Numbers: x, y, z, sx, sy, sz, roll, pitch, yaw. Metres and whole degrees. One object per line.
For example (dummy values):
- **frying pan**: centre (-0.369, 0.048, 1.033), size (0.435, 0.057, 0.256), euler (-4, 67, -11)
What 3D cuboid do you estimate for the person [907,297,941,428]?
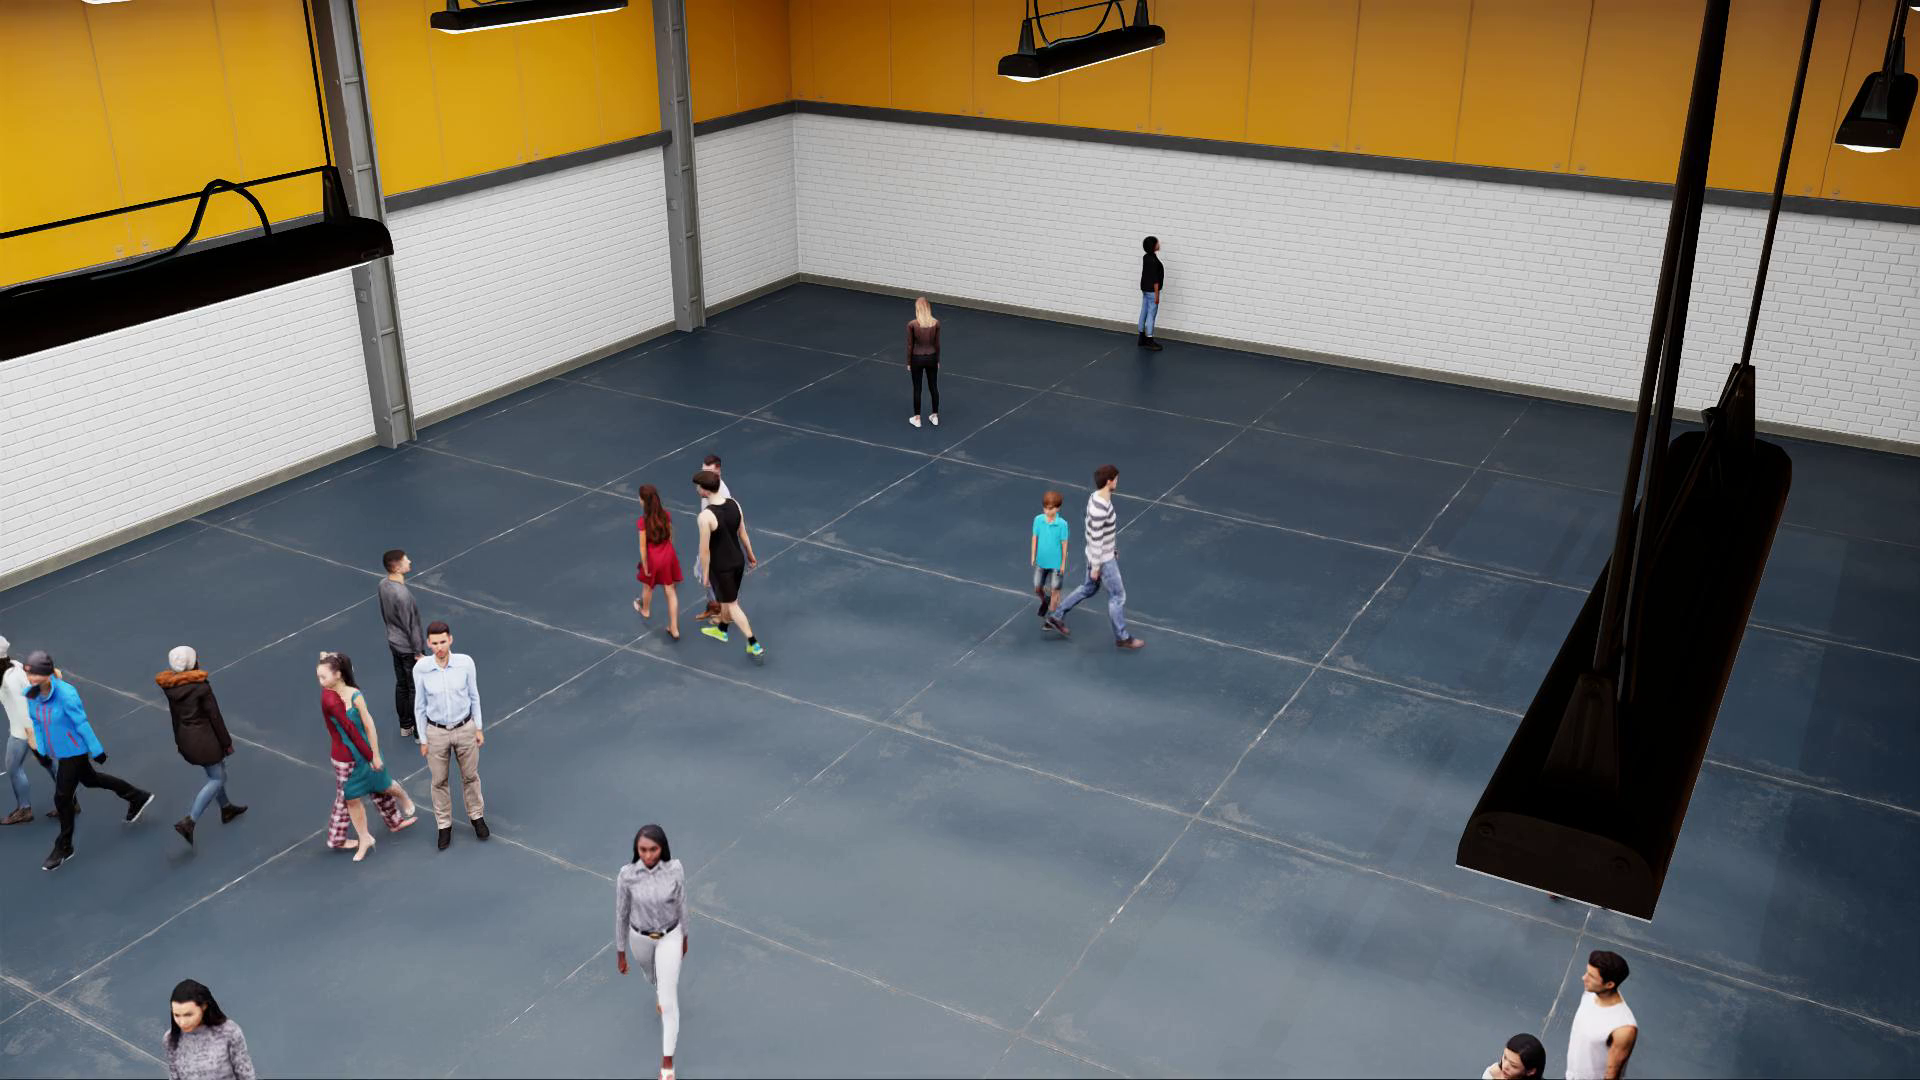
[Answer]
- **person**: centre (-0.468, -2.322, 21.672), size (0.662, 1.699, 0.733), euler (-8, 25, -17)

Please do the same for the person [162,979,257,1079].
- **person**: centre (-4.062, 3.112, 9.239), size (1.075, 1.702, 1.182), euler (-4, 24, -10)

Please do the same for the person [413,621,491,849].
- **person**: centre (-3.926, 1.465, 12.823), size (0.734, 1.848, 0.811), euler (-9, 25, -19)

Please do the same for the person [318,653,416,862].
- **person**: centre (-4.543, 1.615, 12.710), size (0.757, 1.664, 0.985), euler (4, 24, 8)

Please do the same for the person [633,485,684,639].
- **person**: centre (-2.873, 0.241, 16.070), size (1.028, 1.489, 0.906), euler (-14, 27, -29)

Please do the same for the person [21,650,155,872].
- **person**: centre (-6.687, 1.587, 12.655), size (0.668, 1.760, 1.161), euler (13, 27, 27)

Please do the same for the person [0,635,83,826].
- **person**: centre (-7.255, 1.464, 13.107), size (0.941, 1.622, 0.856), euler (-10, 26, -22)

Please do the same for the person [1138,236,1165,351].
- **person**: centre (2.836, -3.697, 24.815), size (0.703, 1.702, 0.656), euler (-9, 25, -19)

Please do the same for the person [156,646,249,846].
- **person**: centre (-5.888, 1.586, 12.833), size (0.687, 1.618, 0.966), euler (10, 25, 21)

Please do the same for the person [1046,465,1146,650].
- **person**: centre (1.244, 0.164, 15.851), size (1.077, 1.806, 1.211), euler (1, 24, 2)

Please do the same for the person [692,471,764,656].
- **person**: centre (-2.152, 0.264, 15.572), size (0.927, 1.847, 1.070), euler (20, 31, 38)

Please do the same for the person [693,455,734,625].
- **person**: centre (-2.282, 0.001, 16.220), size (0.863, 1.811, 0.828), euler (-8, 25, -18)

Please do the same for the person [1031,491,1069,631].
- **person**: centre (0.914, 0.161, 16.315), size (0.581, 1.440, 0.667), euler (9, 25, 21)

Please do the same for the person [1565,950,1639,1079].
- **person**: centre (3.556, 3.050, 9.277), size (0.784, 1.784, 0.680), euler (-1, 24, -1)

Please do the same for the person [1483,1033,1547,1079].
- **person**: centre (2.854, 3.299, 8.722), size (0.696, 1.773, 0.694), euler (19, 30, 36)

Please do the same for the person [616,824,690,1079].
- **person**: centre (-1.940, 2.527, 10.602), size (1.064, 1.681, 1.264), euler (-2, 24, -4)

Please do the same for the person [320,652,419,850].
- **person**: centre (-4.723, 1.628, 12.667), size (1.026, 1.675, 0.964), euler (-7, 25, -15)

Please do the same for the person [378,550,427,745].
- **person**: centre (-4.736, 0.899, 14.228), size (0.670, 1.760, 0.624), euler (22, 32, 40)
